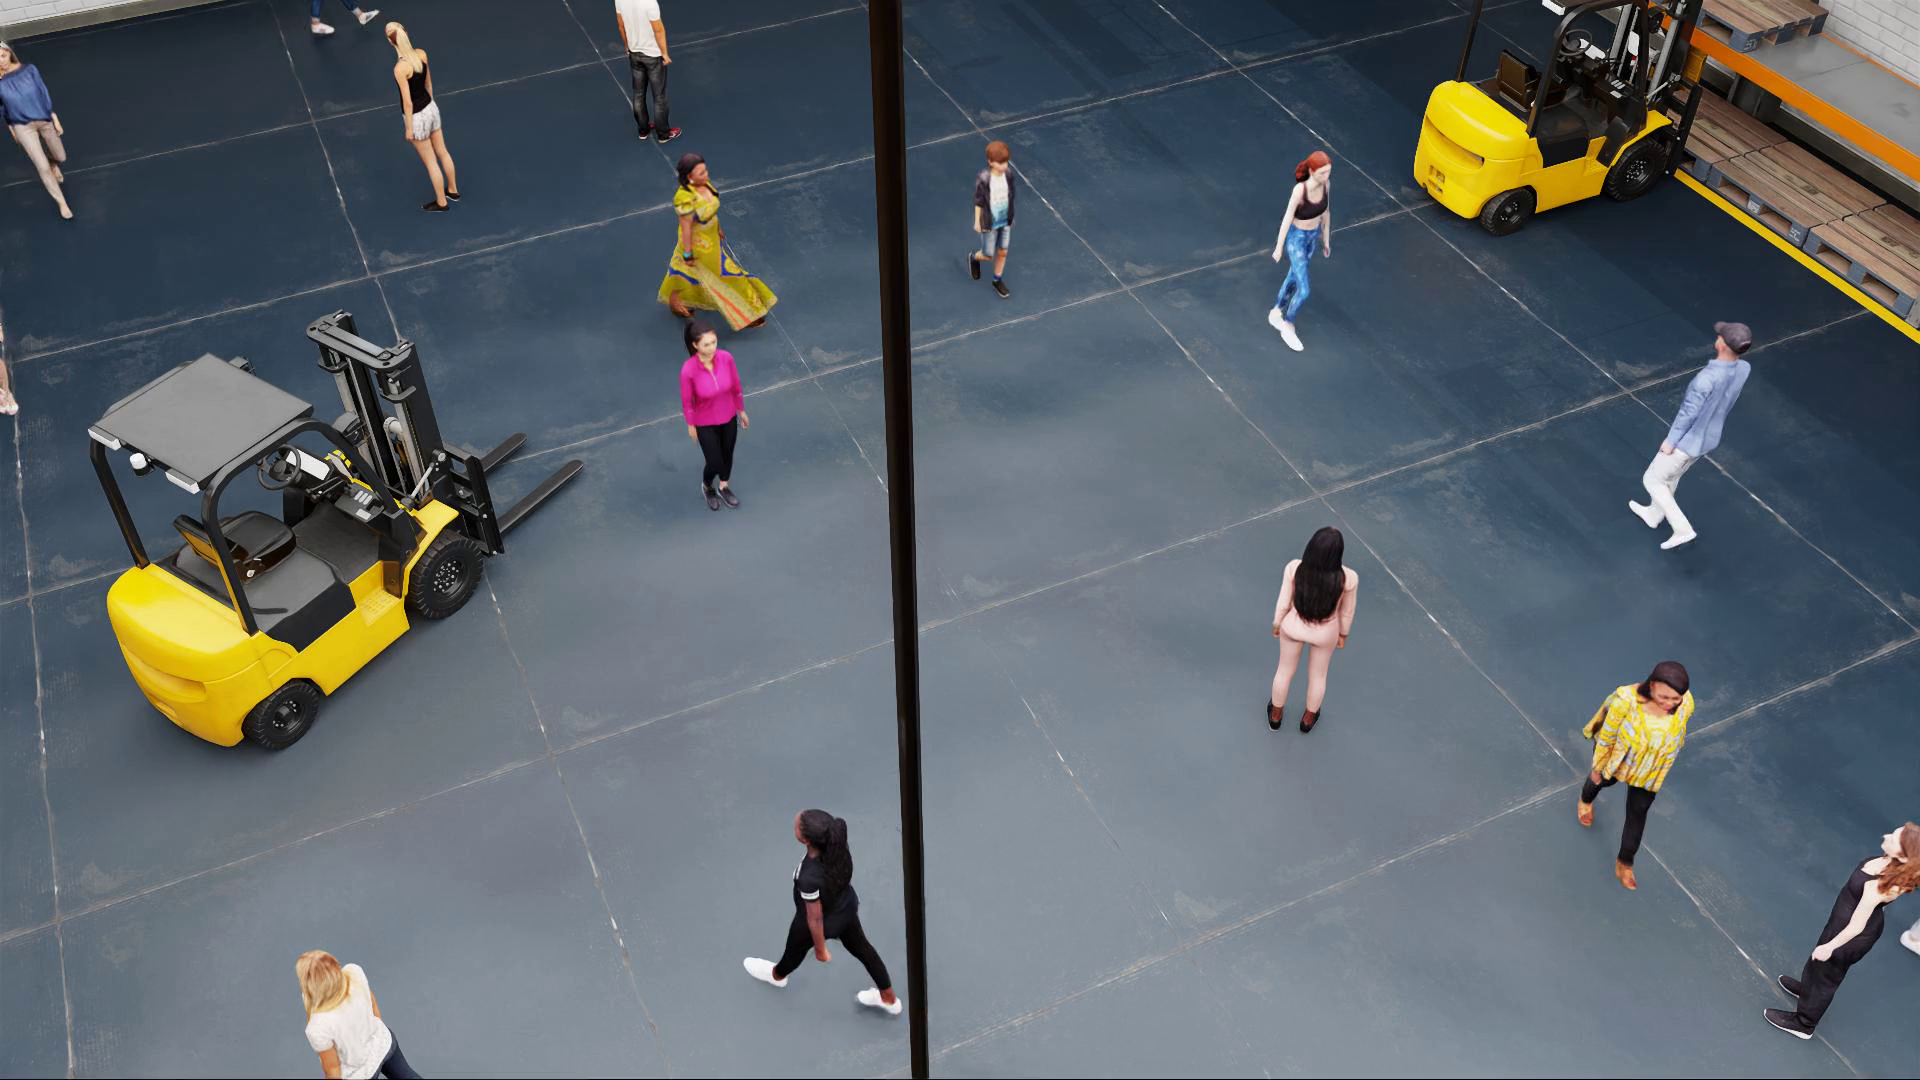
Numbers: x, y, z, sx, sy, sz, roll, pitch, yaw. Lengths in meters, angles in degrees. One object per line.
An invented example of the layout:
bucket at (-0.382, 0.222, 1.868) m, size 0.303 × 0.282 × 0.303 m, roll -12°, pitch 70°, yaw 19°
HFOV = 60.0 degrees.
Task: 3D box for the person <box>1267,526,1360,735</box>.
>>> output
person at (2.197, 0.571, 10.457) m, size 0.701 × 1.720 × 0.735 m, roll 10°, pitch 44°, yaw 10°

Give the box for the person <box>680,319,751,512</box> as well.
person at (-1.824, -0.927, 12.062) m, size 0.645 × 1.687 × 0.657 m, roll -30°, pitch 51°, yaw -28°

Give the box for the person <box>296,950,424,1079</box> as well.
person at (-2.945, 2.586, 8.279) m, size 0.707 × 1.807 × 0.630 m, roll 11°, pitch 45°, yaw 11°

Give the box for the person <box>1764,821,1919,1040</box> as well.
person at (4.768, 2.070, 8.865) m, size 0.665 × 1.747 × 0.656 m, roll 28°, pitch 50°, yaw 27°

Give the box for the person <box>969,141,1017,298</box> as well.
person at (0.272, -2.763, 14.160) m, size 0.580 × 1.440 × 0.724 m, roll -23°, pitch 48°, yaw -23°

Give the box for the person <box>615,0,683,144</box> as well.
person at (-3.016, -4.667, 15.901) m, size 0.691 × 1.805 × 0.770 m, roll 17°, pitch 46°, yaw 17°

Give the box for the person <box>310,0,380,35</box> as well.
person at (-6.832, -6.029, 17.583) m, size 0.802 × 1.447 × 0.958 m, roll -8°, pitch 44°, yaw -8°

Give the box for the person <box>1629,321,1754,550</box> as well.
person at (5.187, -0.702, 11.678) m, size 0.701 × 1.879 × 0.885 m, roll -22°, pitch 48°, yaw -22°

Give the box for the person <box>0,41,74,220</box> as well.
person at (-8.399, -3.765, 15.047) m, size 0.786 × 1.677 × 1.030 m, roll -30°, pitch 51°, yaw -28°

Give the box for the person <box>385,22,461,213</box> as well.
person at (-4.840, -3.824, 14.979) m, size 0.736 × 1.845 × 0.681 m, roll 15°, pitch 46°, yaw 15°

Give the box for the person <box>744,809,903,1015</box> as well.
person at (-0.635, 2.041, 8.943) m, size 1.221 × 1.680 × 1.137 m, roll 16°, pitch 46°, yaw 16°

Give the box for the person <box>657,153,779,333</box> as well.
person at (-2.220, -2.444, 13.713) m, size 1.255 × 1.604 × 1.349 m, roll 6°, pitch 44°, yaw 6°

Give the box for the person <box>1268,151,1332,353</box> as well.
person at (2.715, -2.433, 13.583) m, size 0.670 × 1.767 × 0.790 m, roll -32°, pitch 52°, yaw -29°

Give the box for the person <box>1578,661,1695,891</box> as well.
person at (3.951, 1.225, 9.846) m, size 0.996 × 1.616 × 1.150 m, roll 2°, pitch 44°, yaw 2°
